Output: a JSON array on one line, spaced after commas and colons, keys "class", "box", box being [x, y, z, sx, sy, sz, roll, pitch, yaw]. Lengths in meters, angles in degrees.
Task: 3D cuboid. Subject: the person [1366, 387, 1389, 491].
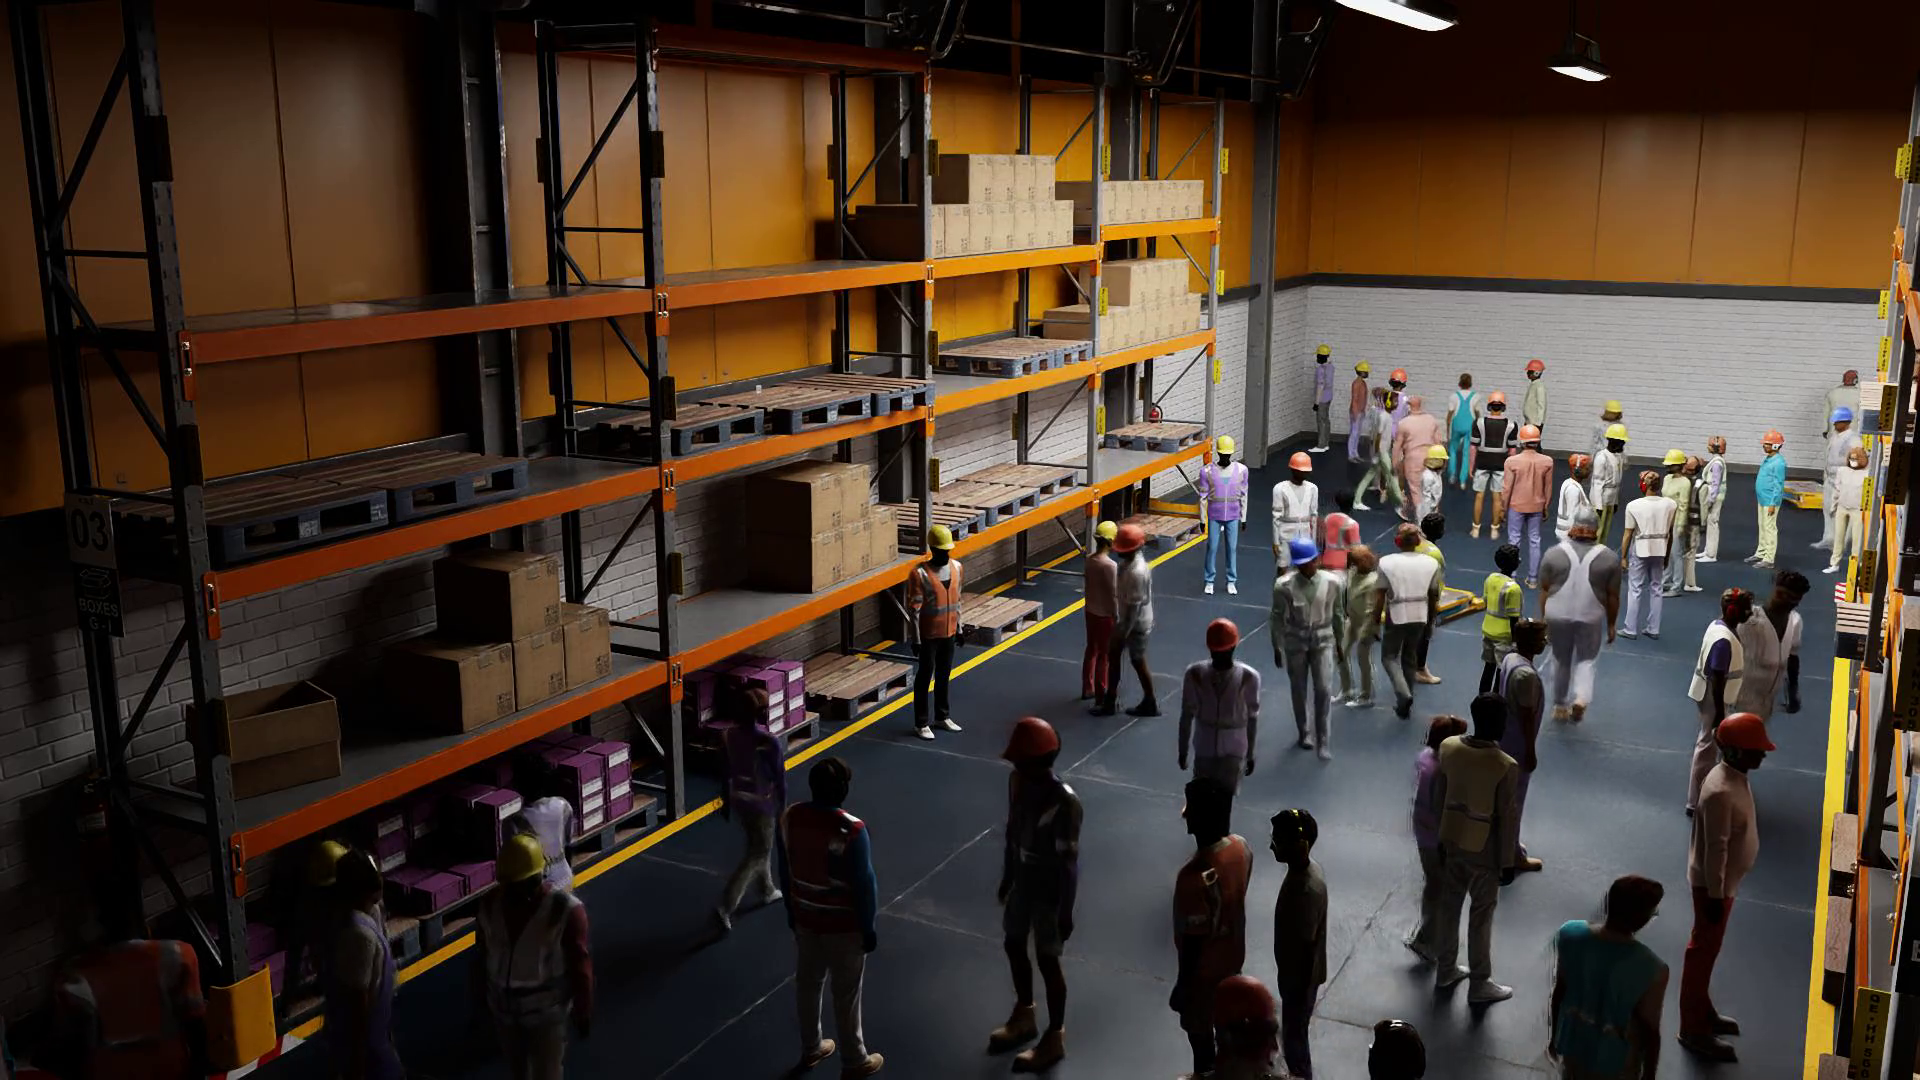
[{"class": "person", "box": [6.587, -1.591, 26.145, 0.517, 1.636, 0.313, -12, 17, -43]}]

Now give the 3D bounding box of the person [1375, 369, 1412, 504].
[{"class": "person", "box": [6.569, -1.563, 25.101, 0.606, 2.044, 0.379, 7, 15, 30]}]

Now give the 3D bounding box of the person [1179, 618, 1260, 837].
[{"class": "person", "box": [1.864, 1.450, 11.938, 0.552, 1.908, 0.867, 4, 13, 19]}]

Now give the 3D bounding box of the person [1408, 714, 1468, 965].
[{"class": "person", "box": [3.065, 1.887, 10.588, 0.377, 1.625, 0.525, -1, 13, -6]}]

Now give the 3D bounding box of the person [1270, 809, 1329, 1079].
[{"class": "person", "box": [1.695, 2.245, 8.474, 0.333, 1.860, 0.509, 1, 13, 5]}]

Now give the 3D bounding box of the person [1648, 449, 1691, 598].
[{"class": "person", "box": [8.404, -0.201, 19.652, 0.337, 1.759, 0.523, -1, 13, -6]}]

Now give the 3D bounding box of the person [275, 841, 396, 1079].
[{"class": "person", "box": [-3.200, 2.328, 8.459, 0.504, 1.686, 0.885, 6, 14, 25]}]

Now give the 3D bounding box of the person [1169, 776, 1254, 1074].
[{"class": "person", "box": [1.275, 2.163, 8.593, 0.373, 1.966, 0.605, 9, 16, 36]}]

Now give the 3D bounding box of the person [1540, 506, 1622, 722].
[{"class": "person", "box": [5.601, 0.672, 15.099, 0.696, 2.000, 0.676, 6, 14, 24]}]

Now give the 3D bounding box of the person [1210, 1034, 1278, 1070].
[{"class": "person", "box": [1.093, 2.707, 6.719, 0.761, 1.710, 0.566, -8, 15, -33]}]

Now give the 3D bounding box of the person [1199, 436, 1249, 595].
[{"class": "person", "box": [3.116, -0.289, 19.695, 0.581, 1.919, 0.402, 0, 13, -2]}]

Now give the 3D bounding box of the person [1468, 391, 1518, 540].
[{"class": "person", "box": [7.253, -1.012, 22.678, 0.617, 2.028, 0.410, 3, 13, 13]}]

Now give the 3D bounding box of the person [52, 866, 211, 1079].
[{"class": "person", "box": [-3.779, 2.400, 7.637, 0.616, 1.907, 1.020, -7, 14, -27]}]

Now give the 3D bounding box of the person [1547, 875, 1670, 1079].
[{"class": "person", "box": [2.962, 2.422, 7.749, 0.454, 1.827, 0.598, -10, 16, -39]}]

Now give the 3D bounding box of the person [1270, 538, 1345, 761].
[{"class": "person", "box": [2.978, 0.929, 14.238, 0.636, 1.909, 0.806, 2, 13, 7]}]

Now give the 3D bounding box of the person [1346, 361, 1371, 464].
[{"class": "person", "box": [6.860, -2.190, 28.554, 0.334, 1.760, 0.524, 7, 15, 30]}]

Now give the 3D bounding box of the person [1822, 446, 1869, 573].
[{"class": "person", "box": [11.040, -0.353, 20.610, 0.279, 1.633, 0.497, -9, 15, -35]}]

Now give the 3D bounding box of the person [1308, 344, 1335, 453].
[{"class": "person", "box": [6.455, -2.522, 29.652, 0.363, 1.930, 0.588, 8, 15, 31]}]

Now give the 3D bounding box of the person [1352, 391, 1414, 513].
[{"class": "person", "box": [6.252, -1.295, 24.451, 1.023, 1.808, 0.501, 4, 13, 16]}]

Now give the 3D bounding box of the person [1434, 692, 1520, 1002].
[{"class": "person", "box": [3.122, 1.849, 10.106, 0.399, 1.920, 0.590, -7, 14, -29]}]

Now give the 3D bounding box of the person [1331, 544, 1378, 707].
[{"class": "person", "box": [3.679, 0.804, 15.479, 0.511, 1.602, 0.548, -4, 13, -17]}]

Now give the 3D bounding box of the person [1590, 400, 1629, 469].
[{"class": "person", "box": [9.384, -1.164, 24.025, 0.498, 1.726, 0.451, -1, 13, -4]}]

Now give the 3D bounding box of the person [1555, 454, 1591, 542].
[{"class": "person", "box": [6.847, -0.029, 18.596, 0.355, 1.883, 0.575, 3, 13, 14]}]

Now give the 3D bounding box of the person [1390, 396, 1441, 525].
[{"class": "person", "box": [6.366, -1.104, 23.465, 0.662, 1.852, 0.970, -5, 13, -19]}]

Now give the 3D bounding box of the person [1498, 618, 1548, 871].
[{"class": "person", "box": [4.044, 1.457, 12.025, 0.345, 1.847, 0.506, 0, 13, 0]}]

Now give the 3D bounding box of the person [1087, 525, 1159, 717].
[{"class": "person", "box": [1.503, 0.748, 15.129, 0.764, 1.876, 0.628, -3, 13, -12]}]

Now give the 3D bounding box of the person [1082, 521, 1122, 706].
[{"class": "person", "box": [1.355, 0.690, 15.664, 0.342, 1.759, 0.532, -6, 14, -24]}]

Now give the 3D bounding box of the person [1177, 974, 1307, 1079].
[{"class": "person", "box": [1.052, 2.654, 6.396, 0.669, 1.963, 0.583, -1, 13, -5]}]

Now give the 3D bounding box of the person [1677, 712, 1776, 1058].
[{"class": "person", "box": [4.374, 1.938, 9.532, 0.391, 1.995, 0.613, 8, 15, 30]}]

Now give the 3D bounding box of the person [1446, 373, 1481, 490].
[{"class": "person", "box": [7.985, -1.746, 26.443, 0.511, 1.813, 0.838, 3, 13, 12]}]

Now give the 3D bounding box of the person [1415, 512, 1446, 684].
[{"class": "person", "box": [4.596, 0.562, 16.370, 0.317, 1.695, 0.540, -1, 13, -5]}]

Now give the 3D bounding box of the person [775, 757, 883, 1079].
[{"class": "person", "box": [-0.709, 2.087, 9.215, 0.621, 1.845, 0.430, 9, 15, 34]}]

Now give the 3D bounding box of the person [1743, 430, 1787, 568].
[{"class": "person", "box": [10.241, -0.523, 21.098, 0.326, 1.752, 0.560, 2, 13, 8]}]

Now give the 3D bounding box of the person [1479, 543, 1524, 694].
[{"class": "person", "box": [4.899, 0.862, 15.017, 0.317, 1.700, 0.539, -2, 13, -10]}]

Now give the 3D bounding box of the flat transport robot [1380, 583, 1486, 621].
[{"class": "flat transport robot", "box": [5.302, 0.735, 18.814, 1.431, 0.197, 0.652, -12, 17, -43]}]

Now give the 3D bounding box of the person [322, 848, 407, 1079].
[{"class": "person", "box": [-2.828, 2.388, 7.979, 0.548, 1.794, 0.606, -10, 16, -36]}]

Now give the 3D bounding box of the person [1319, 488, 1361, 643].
[{"class": "person", "box": [4.145, 0.273, 17.743, 0.854, 1.645, 0.579, -5, 13, -20]}]

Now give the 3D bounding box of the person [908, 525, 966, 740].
[{"class": "person", "box": [-0.186, 0.806, 14.759, 0.594, 1.924, 0.384, -11, 17, -40]}]

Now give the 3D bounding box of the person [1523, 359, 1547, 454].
[{"class": "person", "box": [9.214, -1.908, 26.753, 0.383, 1.996, 0.609, 1, 13, 5]}]

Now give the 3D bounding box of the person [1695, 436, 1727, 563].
[{"class": "person", "box": [9.664, -0.524, 21.355, 0.310, 1.642, 0.514, 6, 14, 24]}]

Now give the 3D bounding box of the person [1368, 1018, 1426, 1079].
[{"class": "person", "box": [1.664, 2.716, 6.416, 0.505, 1.839, 0.348, -1, 13, -3]}]

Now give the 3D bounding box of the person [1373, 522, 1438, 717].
[{"class": "person", "box": [4.078, 0.760, 15.198, 0.608, 1.819, 0.552, -2, 13, -8]}]

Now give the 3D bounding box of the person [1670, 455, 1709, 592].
[{"class": "person", "box": [8.700, -0.198, 19.899, 0.313, 1.642, 0.513, -7, 14, -29]}]

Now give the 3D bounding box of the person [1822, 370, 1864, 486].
[{"class": "person", "box": [13.903, -1.724, 26.130, 0.408, 1.906, 0.654, -11, 17, -41]}]

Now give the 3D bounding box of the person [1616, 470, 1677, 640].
[{"class": "person", "box": [7.348, 0.176, 17.788, 0.560, 1.836, 0.394, -1, 13, -7]}]

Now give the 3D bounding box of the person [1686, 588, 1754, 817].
[{"class": "person", "box": [5.880, 1.259, 12.946, 0.393, 1.836, 0.561, 6, 14, 25]}]

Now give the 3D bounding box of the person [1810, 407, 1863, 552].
[{"class": "person", "box": [11.591, -0.799, 21.930, 0.449, 1.930, 0.628, -1, 13, -2]}]

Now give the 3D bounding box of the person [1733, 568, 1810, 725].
[{"class": "person", "box": [6.351, 1.158, 13.194, 0.654, 1.921, 0.537, -5, 14, -21]}]

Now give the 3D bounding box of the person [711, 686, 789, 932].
[{"class": "person", "box": [-1.417, 1.780, 11.106, 0.510, 1.612, 0.754, 11, 16, 39]}]

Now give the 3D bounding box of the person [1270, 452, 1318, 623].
[{"class": "person", "box": [3.728, -0.027, 18.495, 0.547, 1.933, 0.379, -3, 13, -14]}]

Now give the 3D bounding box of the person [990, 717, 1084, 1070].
[{"class": "person", "box": [0.430, 1.964, 9.349, 0.415, 2.037, 0.639, -7, 14, -28]}]

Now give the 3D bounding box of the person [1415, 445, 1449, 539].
[{"class": "person", "box": [5.695, -0.298, 20.139, 0.348, 1.737, 0.501, 7, 14, 29]}]

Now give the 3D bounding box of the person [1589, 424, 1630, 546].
[{"class": "person", "box": [8.020, -0.491, 20.599, 0.409, 1.918, 0.584, 11, 17, 41]}]

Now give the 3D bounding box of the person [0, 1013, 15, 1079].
[{"class": "person", "box": [-4.211, 2.588, 7.007, 0.429, 1.833, 0.637, 3, 13, 13]}]

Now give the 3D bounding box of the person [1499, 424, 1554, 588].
[{"class": "person", "box": [6.789, -0.395, 19.976, 0.622, 1.997, 0.371, -1, 13, -4]}]

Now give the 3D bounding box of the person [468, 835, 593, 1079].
[{"class": "person", "box": [-2.140, 2.314, 8.257, 0.614, 1.814, 0.435, 4, 13, 17]}]

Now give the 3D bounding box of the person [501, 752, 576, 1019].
[{"class": "person", "box": [-2.444, 2.056, 9.711, 0.321, 1.686, 0.533, 6, 14, 25]}]
